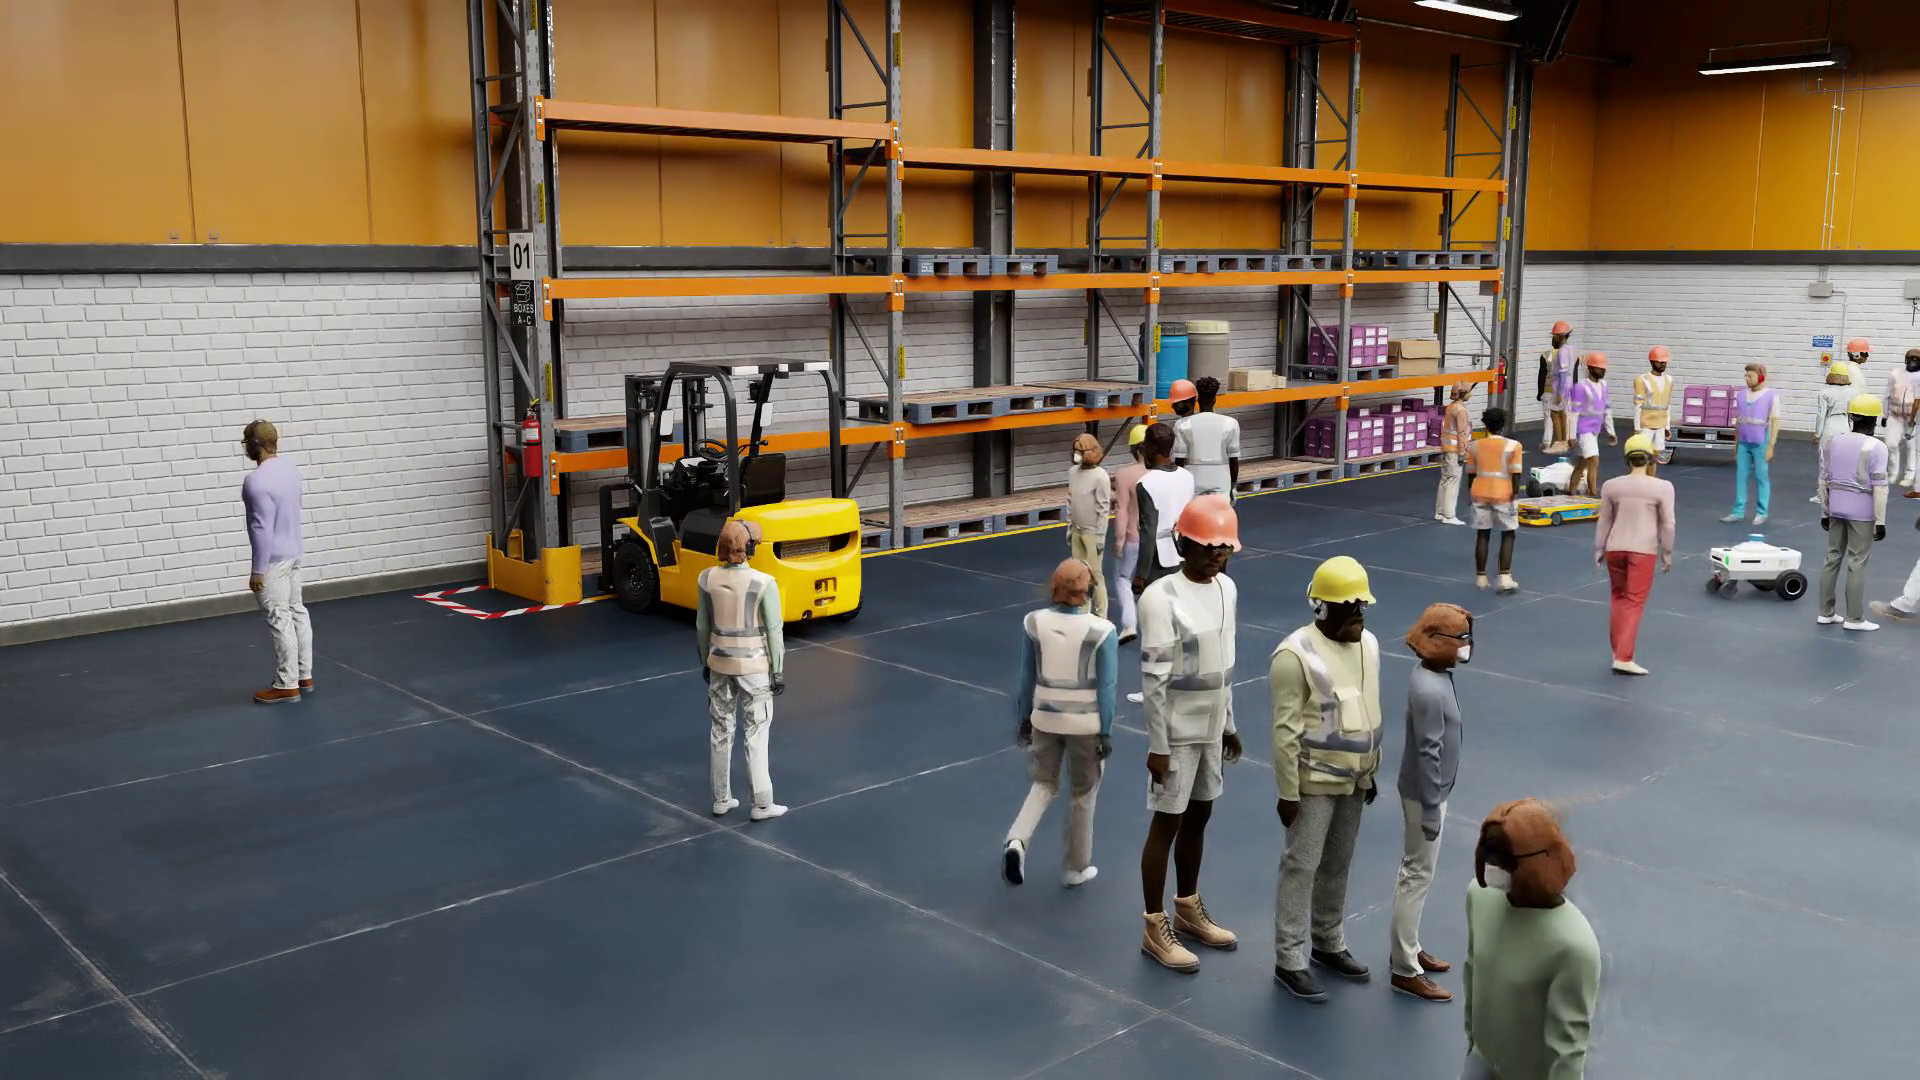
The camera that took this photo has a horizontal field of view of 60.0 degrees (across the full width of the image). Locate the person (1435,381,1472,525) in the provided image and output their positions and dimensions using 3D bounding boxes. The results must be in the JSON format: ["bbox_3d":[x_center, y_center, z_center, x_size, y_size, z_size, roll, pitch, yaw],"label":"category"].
[{"bbox_3d":[5.618,-0.992,18.897,0.318,1.630,0.514,0,10,-2],"label":"person"}]

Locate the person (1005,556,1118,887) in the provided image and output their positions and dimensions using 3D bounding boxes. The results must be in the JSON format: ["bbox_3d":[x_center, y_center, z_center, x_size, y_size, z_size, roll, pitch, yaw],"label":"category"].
[{"bbox_3d":[0.473,0.896,7.879,0.516,1.622,0.524,6,11,29],"label":"person"}]

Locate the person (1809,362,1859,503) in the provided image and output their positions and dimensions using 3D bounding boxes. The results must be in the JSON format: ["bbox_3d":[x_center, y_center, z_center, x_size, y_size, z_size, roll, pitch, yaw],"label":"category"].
[{"bbox_3d":[10.742,-1.315,20.448,0.491,1.744,0.295,0,10,-2],"label":"person"}]

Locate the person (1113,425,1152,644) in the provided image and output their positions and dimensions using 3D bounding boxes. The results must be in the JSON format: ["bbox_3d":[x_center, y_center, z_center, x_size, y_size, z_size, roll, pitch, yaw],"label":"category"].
[{"bbox_3d":[1.427,-0.015,12.861,0.533,1.733,0.496,-4,10,-21],"label":"person"}]

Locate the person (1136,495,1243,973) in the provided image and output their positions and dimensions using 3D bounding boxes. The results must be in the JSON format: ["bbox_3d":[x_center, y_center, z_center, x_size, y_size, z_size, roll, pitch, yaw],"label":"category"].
[{"bbox_3d":[1.015,0.813,7.139,0.393,2.036,0.605,9,13,42],"label":"person"}]

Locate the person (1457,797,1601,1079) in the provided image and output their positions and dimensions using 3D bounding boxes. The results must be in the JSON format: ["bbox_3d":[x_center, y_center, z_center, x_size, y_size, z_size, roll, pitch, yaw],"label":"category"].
[{"bbox_3d":[1.431,1.481,4.456,0.720,1.603,0.522,-4,11,-23],"label":"person"}]

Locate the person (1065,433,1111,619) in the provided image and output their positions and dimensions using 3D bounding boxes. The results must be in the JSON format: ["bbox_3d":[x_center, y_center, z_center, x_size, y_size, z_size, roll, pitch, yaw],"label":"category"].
[{"bbox_3d":[1.018,-0.048,13.362,0.277,1.630,0.503,-6,11,-31],"label":"person"}]

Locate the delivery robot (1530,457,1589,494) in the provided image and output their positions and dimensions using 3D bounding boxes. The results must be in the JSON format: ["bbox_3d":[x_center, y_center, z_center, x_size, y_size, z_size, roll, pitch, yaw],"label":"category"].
[{"bbox_3d":[7.421,-0.777,20.496,0.707,0.478,0.477,1,10,3],"label":"delivery robot"}]

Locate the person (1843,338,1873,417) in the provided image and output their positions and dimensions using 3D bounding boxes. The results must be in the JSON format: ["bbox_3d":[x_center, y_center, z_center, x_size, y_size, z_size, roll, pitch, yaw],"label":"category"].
[{"bbox_3d":[11.394,-1.581,21.272,0.376,1.995,0.608,3,10,17],"label":"person"}]

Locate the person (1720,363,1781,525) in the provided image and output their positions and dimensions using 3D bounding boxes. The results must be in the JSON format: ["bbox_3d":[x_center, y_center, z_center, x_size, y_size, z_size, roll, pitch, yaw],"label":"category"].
[{"bbox_3d":[9.006,-1.082,18.839,0.417,1.846,0.580,-4,11,-23],"label":"person"}]

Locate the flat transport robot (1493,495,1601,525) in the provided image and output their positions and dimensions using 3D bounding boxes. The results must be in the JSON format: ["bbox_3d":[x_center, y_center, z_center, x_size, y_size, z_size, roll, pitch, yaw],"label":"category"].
[{"bbox_3d":[6.867,-0.354,19.125,1.431,0.197,0.652,-5,11,-26],"label":"flat transport robot"}]

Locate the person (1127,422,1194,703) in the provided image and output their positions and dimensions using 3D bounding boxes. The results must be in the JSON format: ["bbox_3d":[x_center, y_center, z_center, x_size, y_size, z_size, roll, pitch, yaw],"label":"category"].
[{"bbox_3d":[1.379,0.164,11.280,0.371,1.916,0.597,7,12,37],"label":"person"}]

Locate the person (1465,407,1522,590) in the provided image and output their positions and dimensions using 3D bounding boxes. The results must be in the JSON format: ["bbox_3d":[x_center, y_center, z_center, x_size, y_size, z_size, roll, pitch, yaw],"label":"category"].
[{"bbox_3d":[4.841,-0.376,15.145,0.552,1.662,0.421,8,12,38],"label":"person"}]

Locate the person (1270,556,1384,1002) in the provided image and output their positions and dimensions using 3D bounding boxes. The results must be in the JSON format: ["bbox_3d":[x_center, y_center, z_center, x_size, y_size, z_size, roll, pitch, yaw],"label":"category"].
[{"bbox_3d":[1.524,0.964,6.848,0.600,1.829,0.404,-8,13,-39],"label":"person"}]

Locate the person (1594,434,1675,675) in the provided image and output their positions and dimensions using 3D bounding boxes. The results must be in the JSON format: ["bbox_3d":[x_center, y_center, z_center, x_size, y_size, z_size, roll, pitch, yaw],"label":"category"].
[{"bbox_3d":[4.915,0.102,12.218,0.540,1.729,0.635,9,13,42],"label":"person"}]

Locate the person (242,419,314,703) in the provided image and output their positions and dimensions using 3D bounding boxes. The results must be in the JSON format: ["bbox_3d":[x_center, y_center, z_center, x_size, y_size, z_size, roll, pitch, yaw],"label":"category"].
[{"bbox_3d":[-4.666,0.143,11.347,0.351,1.936,0.634,0,10,1],"label":"person"}]

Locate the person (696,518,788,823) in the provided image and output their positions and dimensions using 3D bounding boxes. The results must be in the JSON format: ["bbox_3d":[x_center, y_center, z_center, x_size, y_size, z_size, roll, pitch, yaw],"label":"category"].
[{"bbox_3d":[-1.176,0.701,8.947,0.525,1.639,0.307,4,11,25],"label":"person"}]

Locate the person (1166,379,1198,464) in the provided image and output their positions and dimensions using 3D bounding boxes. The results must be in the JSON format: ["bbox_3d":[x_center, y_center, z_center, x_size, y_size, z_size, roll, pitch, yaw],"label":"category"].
[{"bbox_3d":[2.031,-0.495,15.109,0.368,1.929,0.542,-2,10,-14],"label":"person"}]

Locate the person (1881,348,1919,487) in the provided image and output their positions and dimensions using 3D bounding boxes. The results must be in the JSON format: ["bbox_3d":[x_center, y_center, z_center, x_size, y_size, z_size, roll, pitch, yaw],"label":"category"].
[{"bbox_3d":[12.467,-1.604,21.869,0.468,1.833,0.670,-9,13,-42],"label":"person"}]

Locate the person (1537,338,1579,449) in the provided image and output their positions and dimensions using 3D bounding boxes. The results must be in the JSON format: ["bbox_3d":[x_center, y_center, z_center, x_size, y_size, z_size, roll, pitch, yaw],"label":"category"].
[{"bbox_3d":[9.366,-2.332,26.116,0.634,1.841,0.429,0,10,-1],"label":"person"}]

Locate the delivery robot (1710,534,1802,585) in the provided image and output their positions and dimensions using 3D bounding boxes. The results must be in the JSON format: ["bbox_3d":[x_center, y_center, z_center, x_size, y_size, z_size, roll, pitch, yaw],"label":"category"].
[{"bbox_3d":[7.089,0.191,14.832,0.707,0.478,0.477,0,10,-2],"label":"delivery robot"}]

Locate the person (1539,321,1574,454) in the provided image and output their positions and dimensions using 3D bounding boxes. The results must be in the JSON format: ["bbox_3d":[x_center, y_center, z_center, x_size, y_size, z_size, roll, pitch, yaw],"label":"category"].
[{"bbox_3d":[9.194,-2.329,25.523,0.386,2.040,0.625,5,11,27],"label":"person"}]

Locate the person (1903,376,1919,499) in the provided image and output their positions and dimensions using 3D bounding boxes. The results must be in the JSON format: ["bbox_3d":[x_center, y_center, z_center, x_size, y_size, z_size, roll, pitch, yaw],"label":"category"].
[{"bbox_3d":[12.092,-1.435,20.786,0.520,1.871,0.333,0,10,0],"label":"person"}]

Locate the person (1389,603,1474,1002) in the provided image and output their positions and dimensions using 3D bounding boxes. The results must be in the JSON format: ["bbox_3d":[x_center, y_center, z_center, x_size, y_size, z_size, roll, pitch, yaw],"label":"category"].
[{"bbox_3d":[1.947,1.059,6.870,0.278,1.631,0.507,3,10,16],"label":"person"}]

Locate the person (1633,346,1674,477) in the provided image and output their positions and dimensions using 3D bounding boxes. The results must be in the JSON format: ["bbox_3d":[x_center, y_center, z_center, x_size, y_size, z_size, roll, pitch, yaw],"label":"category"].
[{"bbox_3d":[8.559,-1.425,20.523,0.547,1.938,0.377,-3,10,-18],"label":"person"}]

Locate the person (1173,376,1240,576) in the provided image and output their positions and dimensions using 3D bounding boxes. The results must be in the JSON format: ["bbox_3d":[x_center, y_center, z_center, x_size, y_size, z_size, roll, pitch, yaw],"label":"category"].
[{"bbox_3d":[2.209,-0.488,14.950,0.601,1.967,0.369,0,10,3],"label":"person"}]

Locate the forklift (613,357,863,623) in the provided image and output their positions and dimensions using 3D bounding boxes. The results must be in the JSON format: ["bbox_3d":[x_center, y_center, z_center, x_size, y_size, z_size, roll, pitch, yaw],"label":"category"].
[{"bbox_3d":[-1.847,-0.414,13.852,1.214,2.155,2.313,-9,13,-42],"label":"forklift"}]

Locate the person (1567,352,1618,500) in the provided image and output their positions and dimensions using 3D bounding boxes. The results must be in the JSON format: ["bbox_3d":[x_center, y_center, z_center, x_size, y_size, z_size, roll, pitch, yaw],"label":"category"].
[{"bbox_3d":[7.590,-1.279,19.793,0.552,1.900,0.854,-8,12,-38],"label":"person"}]

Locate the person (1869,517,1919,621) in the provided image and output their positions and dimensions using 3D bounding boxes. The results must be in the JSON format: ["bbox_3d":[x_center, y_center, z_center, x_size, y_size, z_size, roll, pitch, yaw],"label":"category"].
[{"bbox_3d":[8.188,-0.189,13.659,1.076,1.826,0.548,5,11,29],"label":"person"}]

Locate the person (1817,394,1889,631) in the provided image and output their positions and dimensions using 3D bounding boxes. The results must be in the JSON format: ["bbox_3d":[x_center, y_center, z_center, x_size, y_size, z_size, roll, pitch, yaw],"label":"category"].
[{"bbox_3d":[7.275,-0.226,13.534,0.366,1.926,0.594,-4,10,-22],"label":"person"}]
